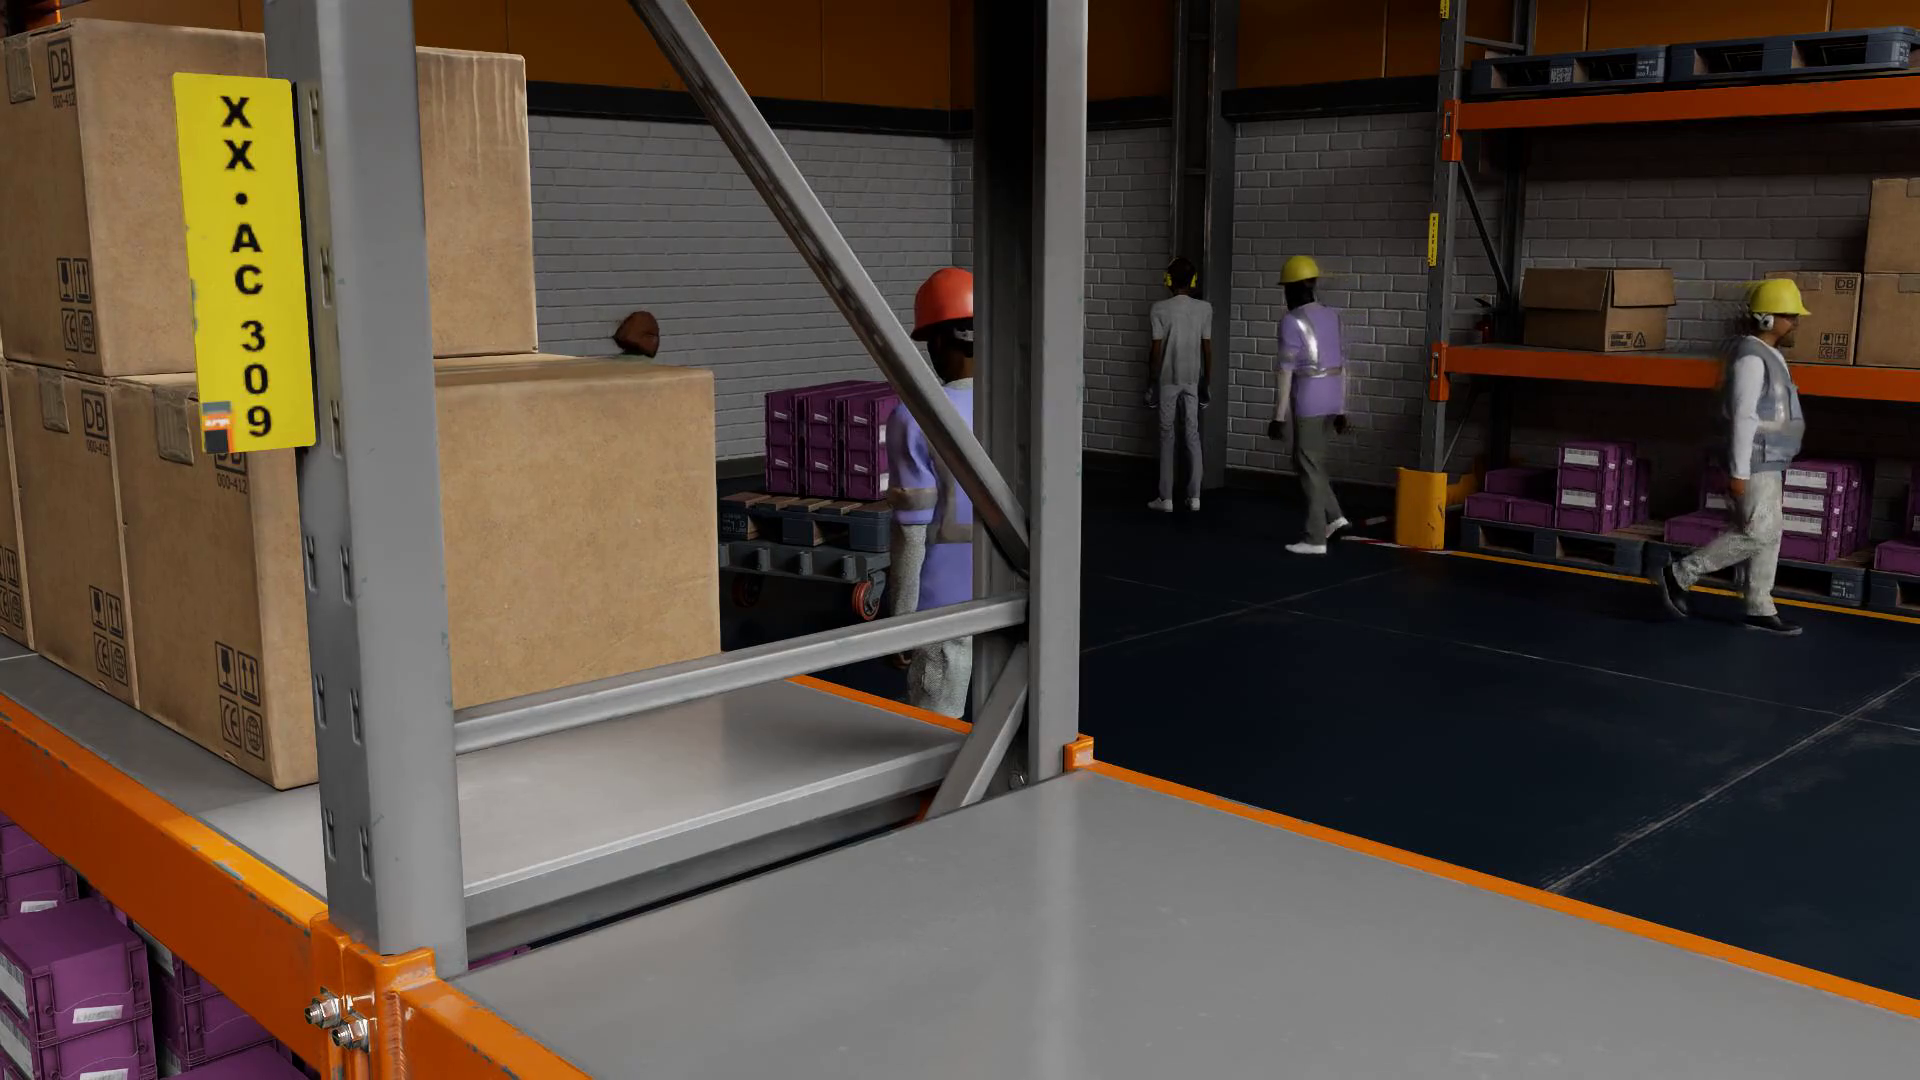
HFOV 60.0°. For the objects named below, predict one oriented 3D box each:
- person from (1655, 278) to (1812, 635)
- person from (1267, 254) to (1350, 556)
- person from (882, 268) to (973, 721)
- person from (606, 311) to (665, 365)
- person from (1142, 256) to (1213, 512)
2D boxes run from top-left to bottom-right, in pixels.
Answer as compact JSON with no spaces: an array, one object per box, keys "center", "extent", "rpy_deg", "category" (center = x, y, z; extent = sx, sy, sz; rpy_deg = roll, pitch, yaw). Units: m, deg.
[{"center":[3.978,-0.417,8.446],"extent":[0.612,1.816,0.598],"rpy_deg":[6,12,31],"category":"person"},{"center":[2.197,-0.848,10.564],"extent":[0.493,1.901,0.594],"rpy_deg":[9,14,40],"category":"person"},{"center":[0.006,0.177,4.883],"extent":[0.542,1.930,0.367],"rpy_deg":[-7,12,-32],"category":"person"},{"center":[-1.829,-0.496,9.449],"extent":[0.605,1.587,0.799],"rpy_deg":[5,12,26],"category":"person"},{"center":[1.594,-1.138,12.217],"extent":[0.538,1.869,0.313],"rpy_deg":[-3,11,-15],"category":"person"}]
